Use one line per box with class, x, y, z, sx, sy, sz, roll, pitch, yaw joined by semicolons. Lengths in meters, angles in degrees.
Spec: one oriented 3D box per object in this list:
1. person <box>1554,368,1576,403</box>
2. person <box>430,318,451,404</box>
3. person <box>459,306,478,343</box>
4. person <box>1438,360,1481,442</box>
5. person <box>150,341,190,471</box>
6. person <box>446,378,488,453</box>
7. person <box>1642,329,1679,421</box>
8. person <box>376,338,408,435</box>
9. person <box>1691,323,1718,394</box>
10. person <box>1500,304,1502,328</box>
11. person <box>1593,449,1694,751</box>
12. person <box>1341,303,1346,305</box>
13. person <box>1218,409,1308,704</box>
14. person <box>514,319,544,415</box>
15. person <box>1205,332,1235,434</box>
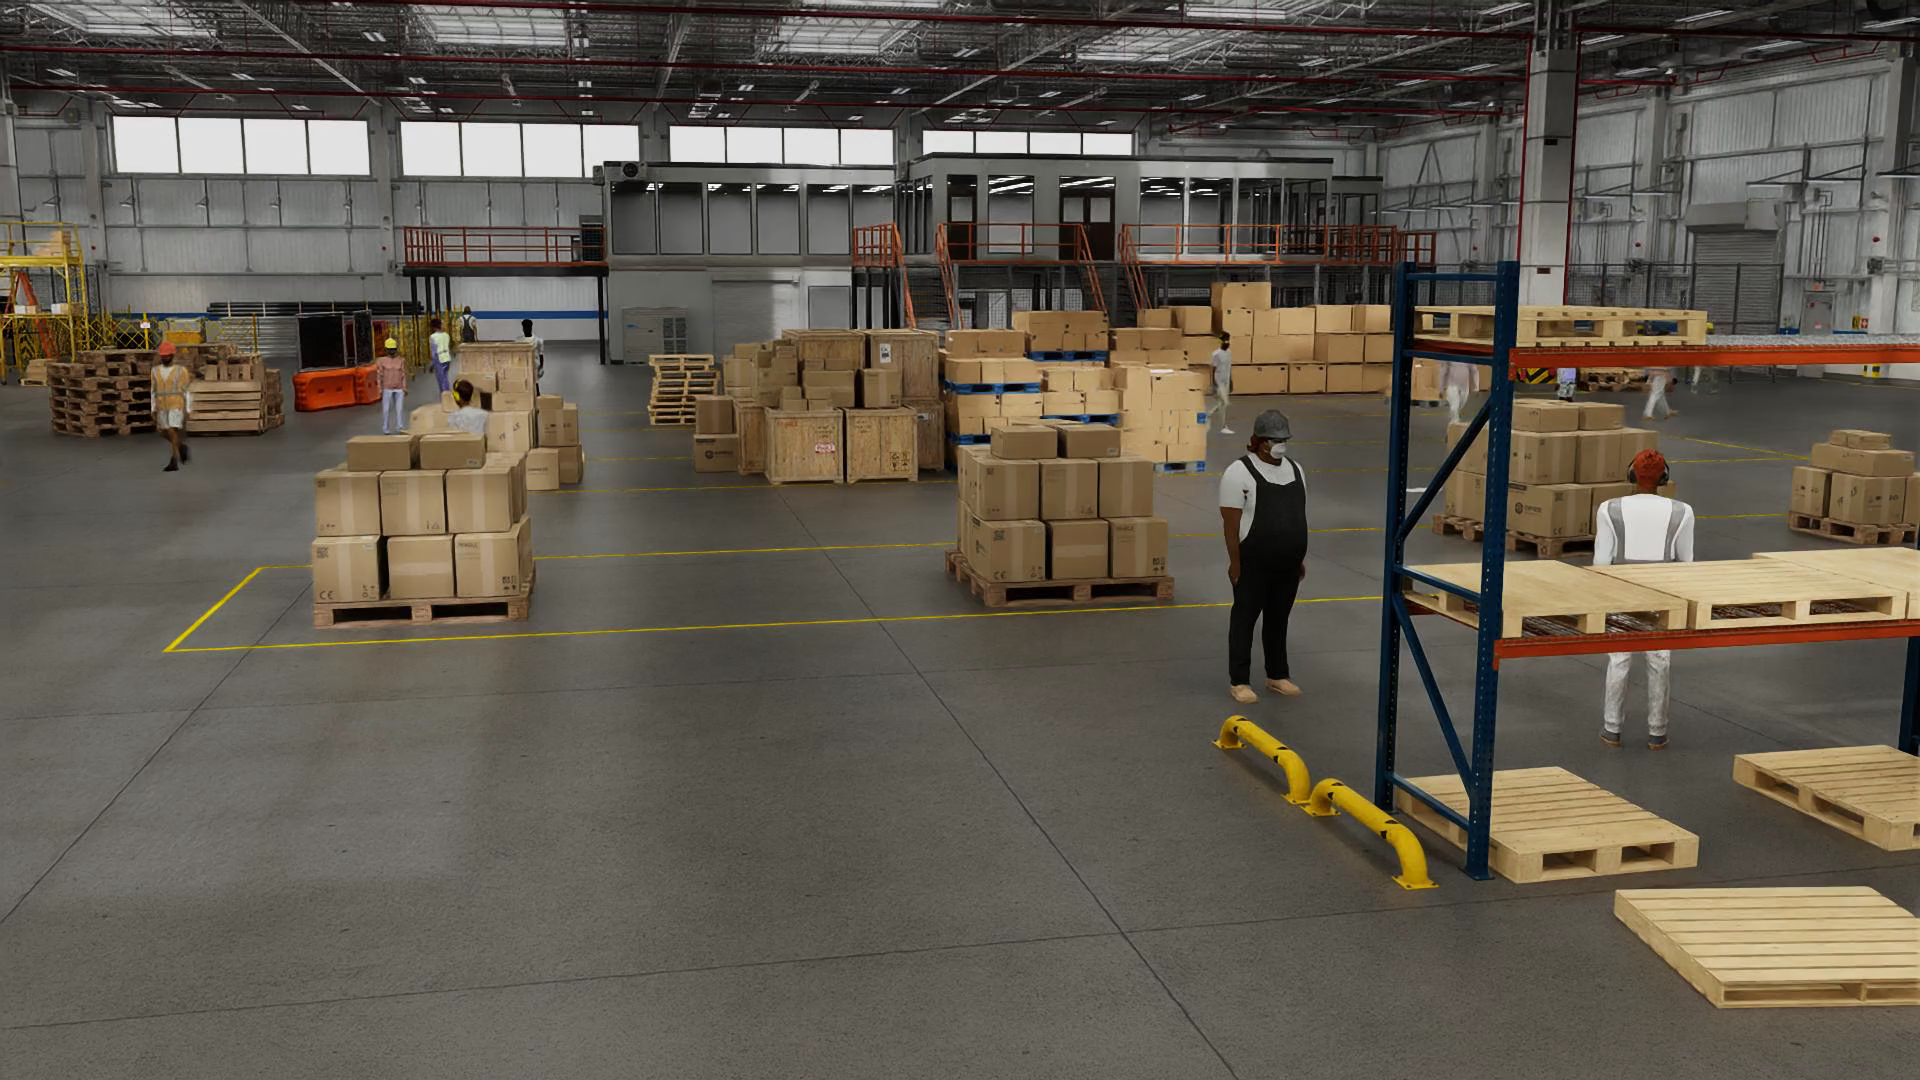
person;11.052;-2.940;30.409;0.542;1.939;0.368;-8;12;-40
person;-11.165;-3.812;35.796;0.377;1.914;0.596;3;10;16
person;-14.799;-6.125;50.101;0.514;1.844;0.333;0;9;-3
person;8.438;-2.539;28.119;0.648;1.883;1.018;-1;9;-7
person;-11.702;-1.997;24.716;0.555;1.922;0.722;0;9;3
person;-5.145;-0.752;17.412;0.588;1.887;0.566;7;11;35
person;13.790;-3.230;32.624;0.980;1.786;0.661;-3;10;-17
person;-9.916;-2.635;29.075;0.532;1.768;0.311;-8;12;-39
person;17.740;-4.322;39.580;0.921;1.694;0.502;-7;12;-37
person;18.233;-7.137;55.986;0.644;1.932;0.574;7;12;37
person;4.245;0.373;10.378;0.583;1.882;0.337;3;10;17
person;12.599;-6.898;54.876;0.591;1.835;0.970;-5;11;-29
person;2.159;0.105;11.534;0.684;2.000;0.538;-5;11;-28
person;-8.771;-3.515;33.848;0.604;1.959;0.378;0;9;-2
person;4.703;-2.845;30.081;0.673;1.856;0.526;9;13;43
